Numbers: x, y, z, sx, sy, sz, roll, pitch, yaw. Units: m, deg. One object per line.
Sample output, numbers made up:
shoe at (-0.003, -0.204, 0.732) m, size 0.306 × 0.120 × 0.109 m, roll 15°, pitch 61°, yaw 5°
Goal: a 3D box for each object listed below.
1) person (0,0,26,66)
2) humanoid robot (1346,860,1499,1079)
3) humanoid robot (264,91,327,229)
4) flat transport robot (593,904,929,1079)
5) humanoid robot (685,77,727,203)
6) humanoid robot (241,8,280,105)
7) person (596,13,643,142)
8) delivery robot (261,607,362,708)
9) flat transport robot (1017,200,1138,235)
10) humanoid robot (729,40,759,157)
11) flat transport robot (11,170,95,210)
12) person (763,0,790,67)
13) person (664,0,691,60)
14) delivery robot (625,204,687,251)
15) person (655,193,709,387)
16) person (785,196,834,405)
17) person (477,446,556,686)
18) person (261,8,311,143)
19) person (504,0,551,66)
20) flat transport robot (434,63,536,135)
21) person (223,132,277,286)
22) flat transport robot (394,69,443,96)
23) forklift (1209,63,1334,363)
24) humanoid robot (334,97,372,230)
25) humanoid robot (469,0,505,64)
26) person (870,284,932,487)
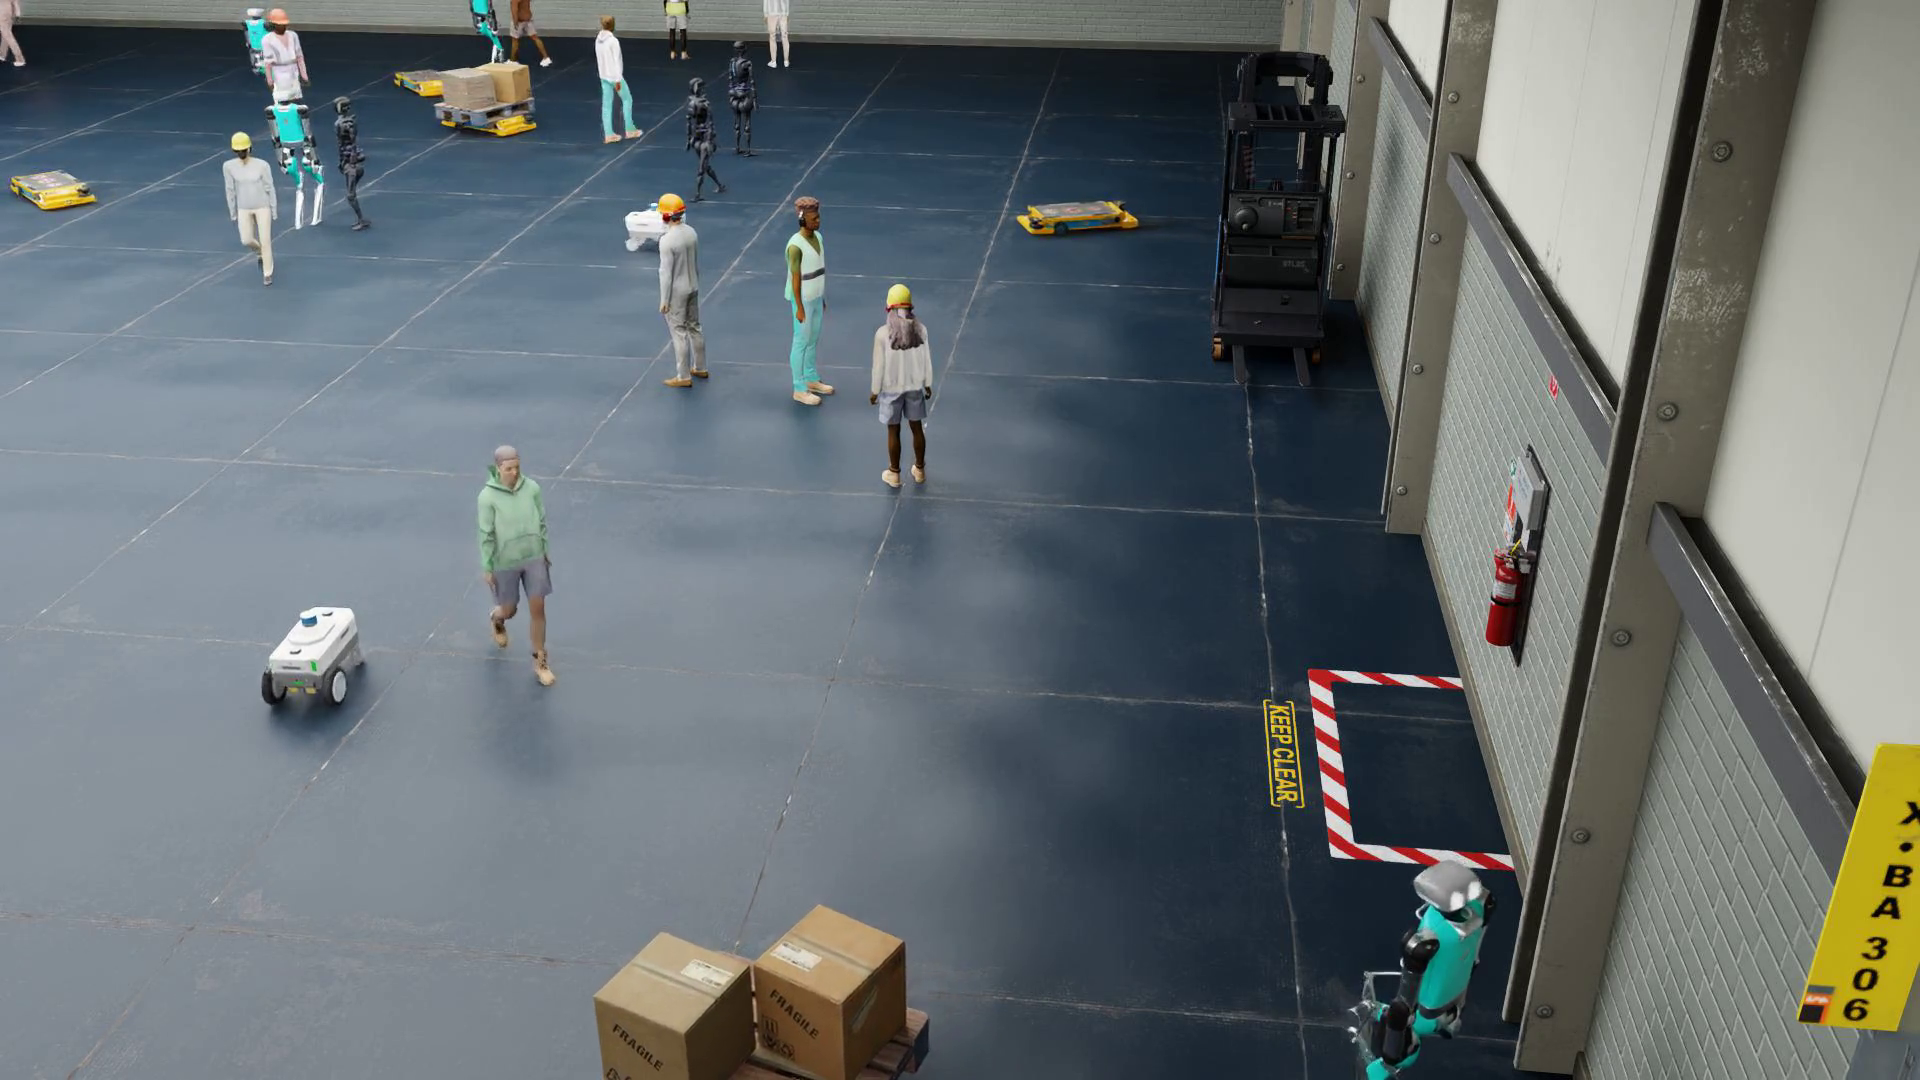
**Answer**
person at (-17.851, -9.764, 30.865) m, size 0.995 × 1.844 × 0.629 m, roll 12°, pitch 29°, yaw 23°
humanoid robot at (1.915, 2.077, 7.359) m, size 0.566 × 1.763 × 0.919 m, roll -20°, pitch 33°, yaw -34°
humanoid robot at (-8.387, -4.857, 21.218) m, size 0.549 × 1.816 × 0.666 m, roll 0°, pitch 27°, yaw 0°
flat transport robot at (-0.872, 2.624, 7.901) m, size 0.659 × 0.231 × 1.431 m, roll 11°, pitch 29°, yaw 21°
humanoid robot at (-3.454, -5.417, 22.436) m, size 0.594 × 1.637 × 0.766 m, roll 23°, pitch 35°, yaw 38°
humanoid robot at (-11.112, -7.656, 26.917) m, size 0.546 × 1.902 × 0.718 m, roll 6°, pitch 27°, yaw 12°
person at (-5.237, -7.080, 25.450) m, size 0.508 × 1.894 × 0.789 m, roll 20°, pitch 33°, yaw 34°
delivery robot at (-4.376, 0.759, 11.292) m, size 0.499 × 0.583 × 0.767 m, roll 2°, pitch 27°, yaw 4°
flat transport robot at (1.515, -4.150, 21.423) m, size 1.431 × 0.231 × 0.659 m, roll -6°, pitch 27°, yaw -13°
humanoid robot at (-3.225, -6.545, 24.616) m, size 0.315 × 1.658 × 0.599 m, roll -24°, pitch 35°, yaw -39°
flat transport robot at (-12.382, -4.777, 22.674) m, size 0.659 × 0.231 × 1.431 m, roll -22°, pitch 34°, yaw -37°
person at (-3.376, -9.694, 30.699) m, size 0.499 × 1.876 × 0.401 m, roll -9°, pitch 28°, yaw -17°
person at (-5.362, -9.937, 31.394) m, size 0.558 × 1.690 × 0.398 m, roll 9°, pitch 28°, yaw 17°
delivery robot at (-3.725, -3.839, 20.481) m, size 0.791 × 0.592 × 0.499 m, roll 4°, pitch 27°, yaw 8°
person at (-2.731, -2.438, 16.200) m, size 0.378 × 1.888 × 0.564 m, roll 13°, pitch 30°, yaw 25°
person at (-1.447, -2.289, 15.805) m, size 0.410 × 1.978 × 0.485 m, roll 12°, pitch 29°, yaw 22°
person at (-3.031, 0.122, 11.271) m, size 0.483 × 1.728 × 0.654 m, roll -17°, pitch 31°, yaw -30°
person at (-10.169, -7.008, 25.183) m, size 0.438 × 2.021 × 0.598 m, roll 14°, pitch 30°, yaw 26°
person at (-8.072, -9.648, 30.682) m, size 0.957 × 1.807 × 0.819 m, roll 7°, pitch 28°, yaw 14°
flat transport robot at (-7.482, -6.659, 26.433) m, size 1.431 × 0.231 × 0.659 m, roll 15°, pitch 31°, yaw 28°
person at (-8.108, -3.823, 19.103) m, size 0.540 × 1.750 × 0.470 m, roll -5°, pitch 27°, yaw -10°
flat transport robot at (-9.349, -8.010, 29.129) m, size 0.659 × 0.231 × 1.431 m, roll -18°, pitch 32°, yaw -32°
forklift at (3.241, -3.477, 17.183) m, size 1.129 × 2.768 × 1.873 m, roll 3°, pitch 27°, yaw 6°
humanoid robot at (-7.756, -4.799, 21.133) m, size 0.343 × 1.649 × 0.585 m, roll -19°, pitch 32°, yaw -33°
humanoid robot at (-8.461, -9.253, 30.102) m, size 0.568 × 1.895 × 0.775 m, roll 13°, pitch 29°, yaw 24°
person at (-0.490, -1.287, 14.038) m, size 0.535 × 1.763 × 0.403 m, roll -9°, pitch 28°, yaw -18°
